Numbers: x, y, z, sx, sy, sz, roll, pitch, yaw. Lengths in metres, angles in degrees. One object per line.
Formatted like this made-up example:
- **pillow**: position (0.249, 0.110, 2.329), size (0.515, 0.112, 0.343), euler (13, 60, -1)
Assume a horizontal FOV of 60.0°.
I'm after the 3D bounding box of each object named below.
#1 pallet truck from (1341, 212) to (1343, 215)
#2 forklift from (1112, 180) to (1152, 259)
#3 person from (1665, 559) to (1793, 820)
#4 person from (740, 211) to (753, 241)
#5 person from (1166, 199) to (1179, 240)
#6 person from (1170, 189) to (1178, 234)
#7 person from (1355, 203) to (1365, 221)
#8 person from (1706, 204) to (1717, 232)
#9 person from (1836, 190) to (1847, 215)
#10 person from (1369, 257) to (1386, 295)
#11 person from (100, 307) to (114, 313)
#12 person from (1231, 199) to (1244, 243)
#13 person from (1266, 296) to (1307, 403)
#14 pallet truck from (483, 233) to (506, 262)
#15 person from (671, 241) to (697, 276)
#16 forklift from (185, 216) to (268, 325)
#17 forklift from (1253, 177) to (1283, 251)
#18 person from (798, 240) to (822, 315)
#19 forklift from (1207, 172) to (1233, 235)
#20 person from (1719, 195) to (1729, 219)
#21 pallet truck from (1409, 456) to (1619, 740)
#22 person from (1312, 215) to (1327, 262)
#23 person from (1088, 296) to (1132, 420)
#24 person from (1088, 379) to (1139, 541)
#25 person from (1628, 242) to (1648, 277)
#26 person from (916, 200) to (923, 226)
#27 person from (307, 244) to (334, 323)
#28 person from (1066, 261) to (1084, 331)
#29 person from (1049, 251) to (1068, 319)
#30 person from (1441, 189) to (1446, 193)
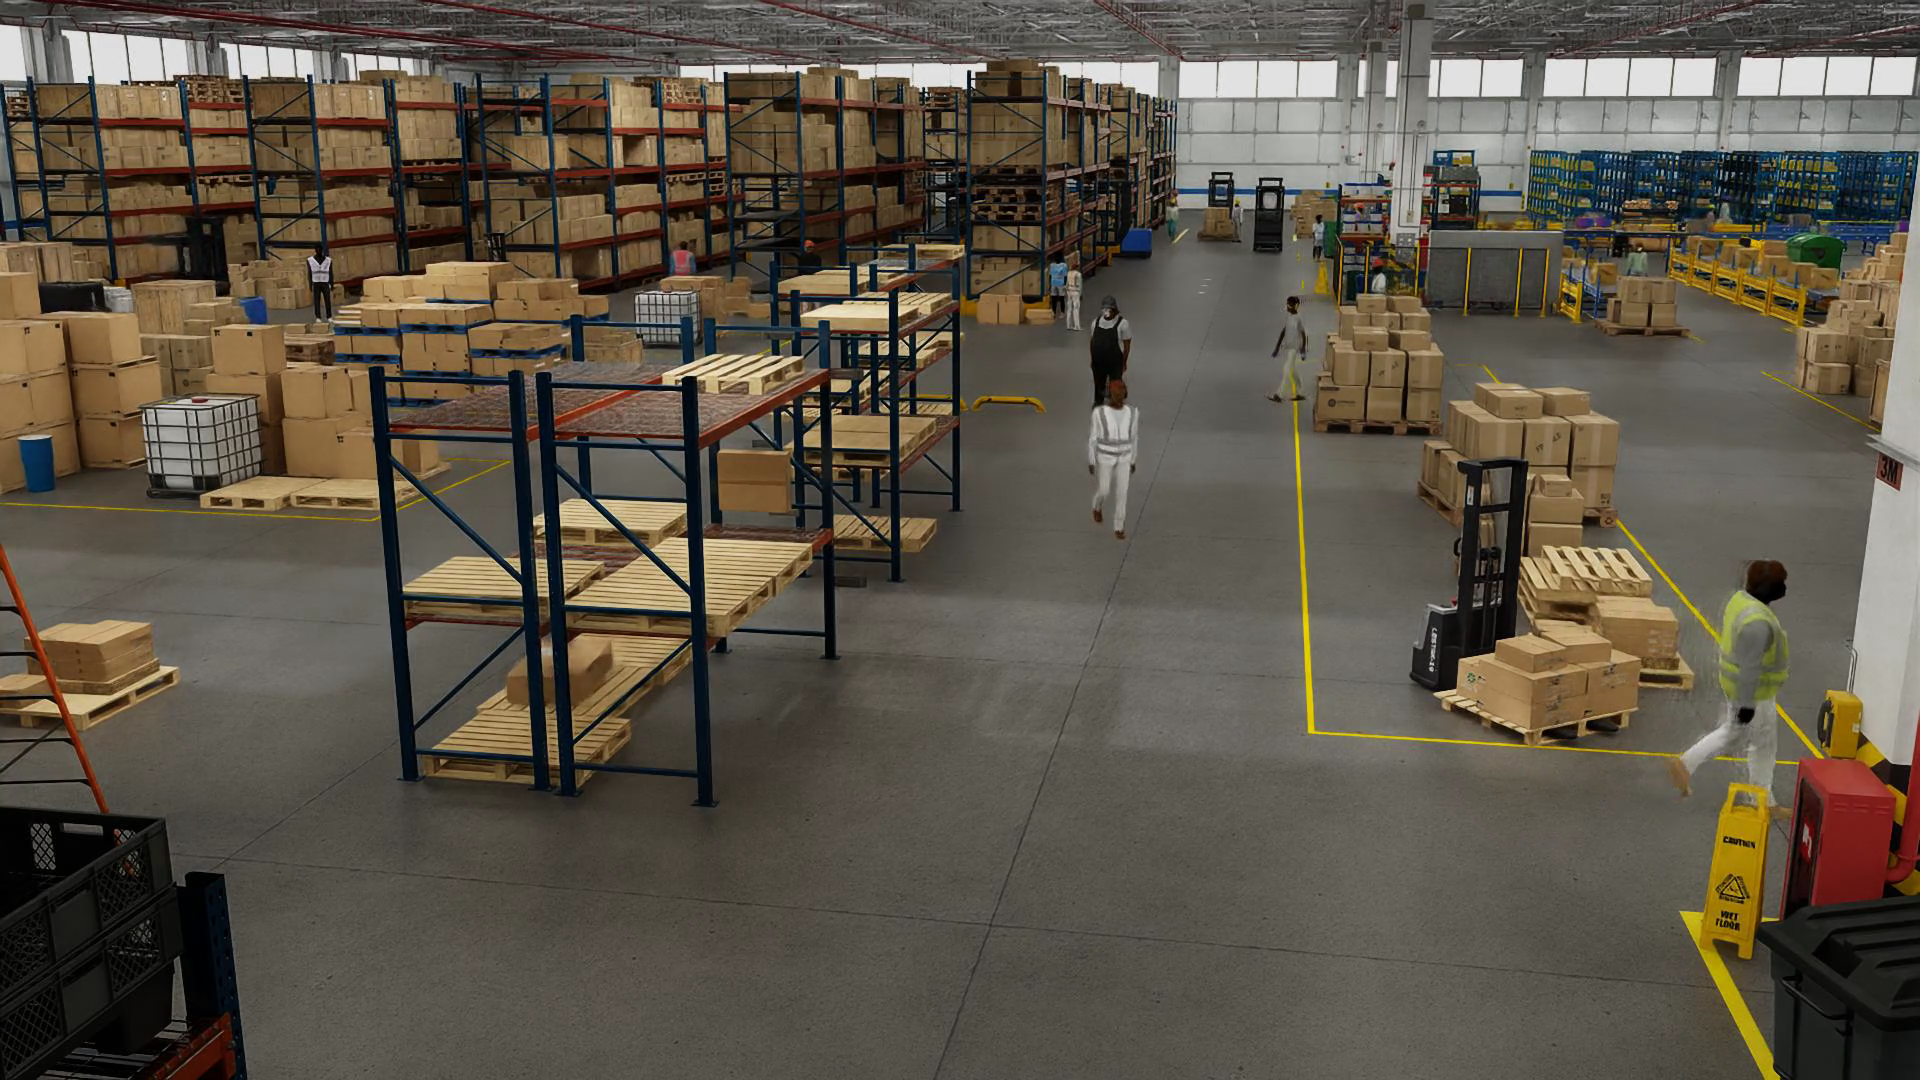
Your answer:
- **pallet truck**: position (15.874, -13.227, 70.310), size (0.680, 1.201, 1.601), euler (10, 17, 35)
- **forklift**: position (6.082, -11.722, 60.796), size (1.873, 2.768, 1.129), euler (2, 14, 9)
- **person**: position (5.337, 0.997, 11.351), size (0.765, 1.817, 0.634), euler (3, 14, 13)
- **person**: position (-8.870, -13.134, 69.132), size (0.523, 1.600, 0.752), euler (3, 14, 13)
- **person**: position (9.128, -13.794, 71.531), size (0.535, 1.749, 0.529), euler (2, 14, 8)
- **person**: position (9.761, -14.968, 75.798), size (0.396, 1.992, 0.623), euler (-2, 14, -8)
- **person**: position (15.194, -11.870, 63.338), size (0.374, 1.935, 0.552), euler (1, 14, 3)
- **person**: position (29.786, -12.415, 65.919), size (0.514, 1.746, 0.561), euler (0, 14, -1)
- **person**: position (42.150, -15.796, 79.490), size (0.460, 1.827, 0.605), euler (9, 17, 33)
- **person**: position (9.166, -5.209, 36.328), size (0.600, 1.922, 0.566), euler (1, 14, 4)
- **person**: position (-13.538, -2.754, 26.414), size (0.912, 1.886, 0.650), euler (10, 17, 36)
- **person**: position (11.601, -13.372, 69.683), size (0.403, 1.826, 0.592), euler (-10, 17, -35)
- **person**: position (5.622, -3.271, 28.654), size (0.929, 1.830, 0.520), euler (-5, 15, -21)
- **pallet truck**: position (-11.832, -7.026, 43.548), size (1.885, 1.965, 0.823), euler (8, 16, 28)
- **person**: position (-7.206, -6.912, 43.511), size (0.643, 1.793, 0.987), euler (3, 14, 13)
- **forklift**: position (-15.997, -5.511, 35.579), size (1.873, 2.768, 1.129), euler (3, 14, 10)
- **forklift**: position (12.083, -12.747, 64.956), size (1.129, 2.768, 1.873), euler (3, 14, 10)
- **person**: position (-3.707, -6.395, 41.025), size (0.610, 1.984, 0.410), euler (-4, 14, -17)
- **forklift**: position (11.561, -14.877, 73.603), size (1.129, 2.768, 1.873), euler (3, 14, 10)
- **person**: position (32.606, -13.700, 70.795), size (0.692, 1.929, 0.620), euler (9, 16, 32)
- **pallet truck**: position (4.504, 0.400, 13.395), size (0.823, 1.965, 1.885), euler (-6, 15, -23)
- **person**: position (12.827, -10.750, 59.362), size (0.615, 1.677, 0.328), euler (-6, 15, -24)
- **person**: position (2.379, -2.910, 26.747), size (0.682, 2.000, 0.536), euler (7, 16, 27)
- **person**: position (1.750, -0.959, 19.204), size (0.591, 1.862, 0.720), euler (-3, 14, -11)
- **person**: position (18.606, -7.351, 45.628), size (0.525, 1.618, 0.493), euler (2, 14, 7)
- **person**: position (-1.993, -16.500, 82.142), size (0.547, 1.934, 0.375), euler (-3, 14, -13)
- **person**: position (-15.633, -6.281, 40.707), size (0.587, 1.911, 0.397), euler (-7, 16, -27)
- **person**: position (2.685, -5.729, 39.021), size (0.313, 1.637, 0.513), euler (-11, 17, -37)
- **person**: position (2.436, -6.345, 41.402), size (0.532, 1.697, 0.319), euler (10, 17, 35)
- **person**: position (23.546, -16.247, 81.353), size (0.404, 1.826, 0.591), euler (8, 16, 29)
